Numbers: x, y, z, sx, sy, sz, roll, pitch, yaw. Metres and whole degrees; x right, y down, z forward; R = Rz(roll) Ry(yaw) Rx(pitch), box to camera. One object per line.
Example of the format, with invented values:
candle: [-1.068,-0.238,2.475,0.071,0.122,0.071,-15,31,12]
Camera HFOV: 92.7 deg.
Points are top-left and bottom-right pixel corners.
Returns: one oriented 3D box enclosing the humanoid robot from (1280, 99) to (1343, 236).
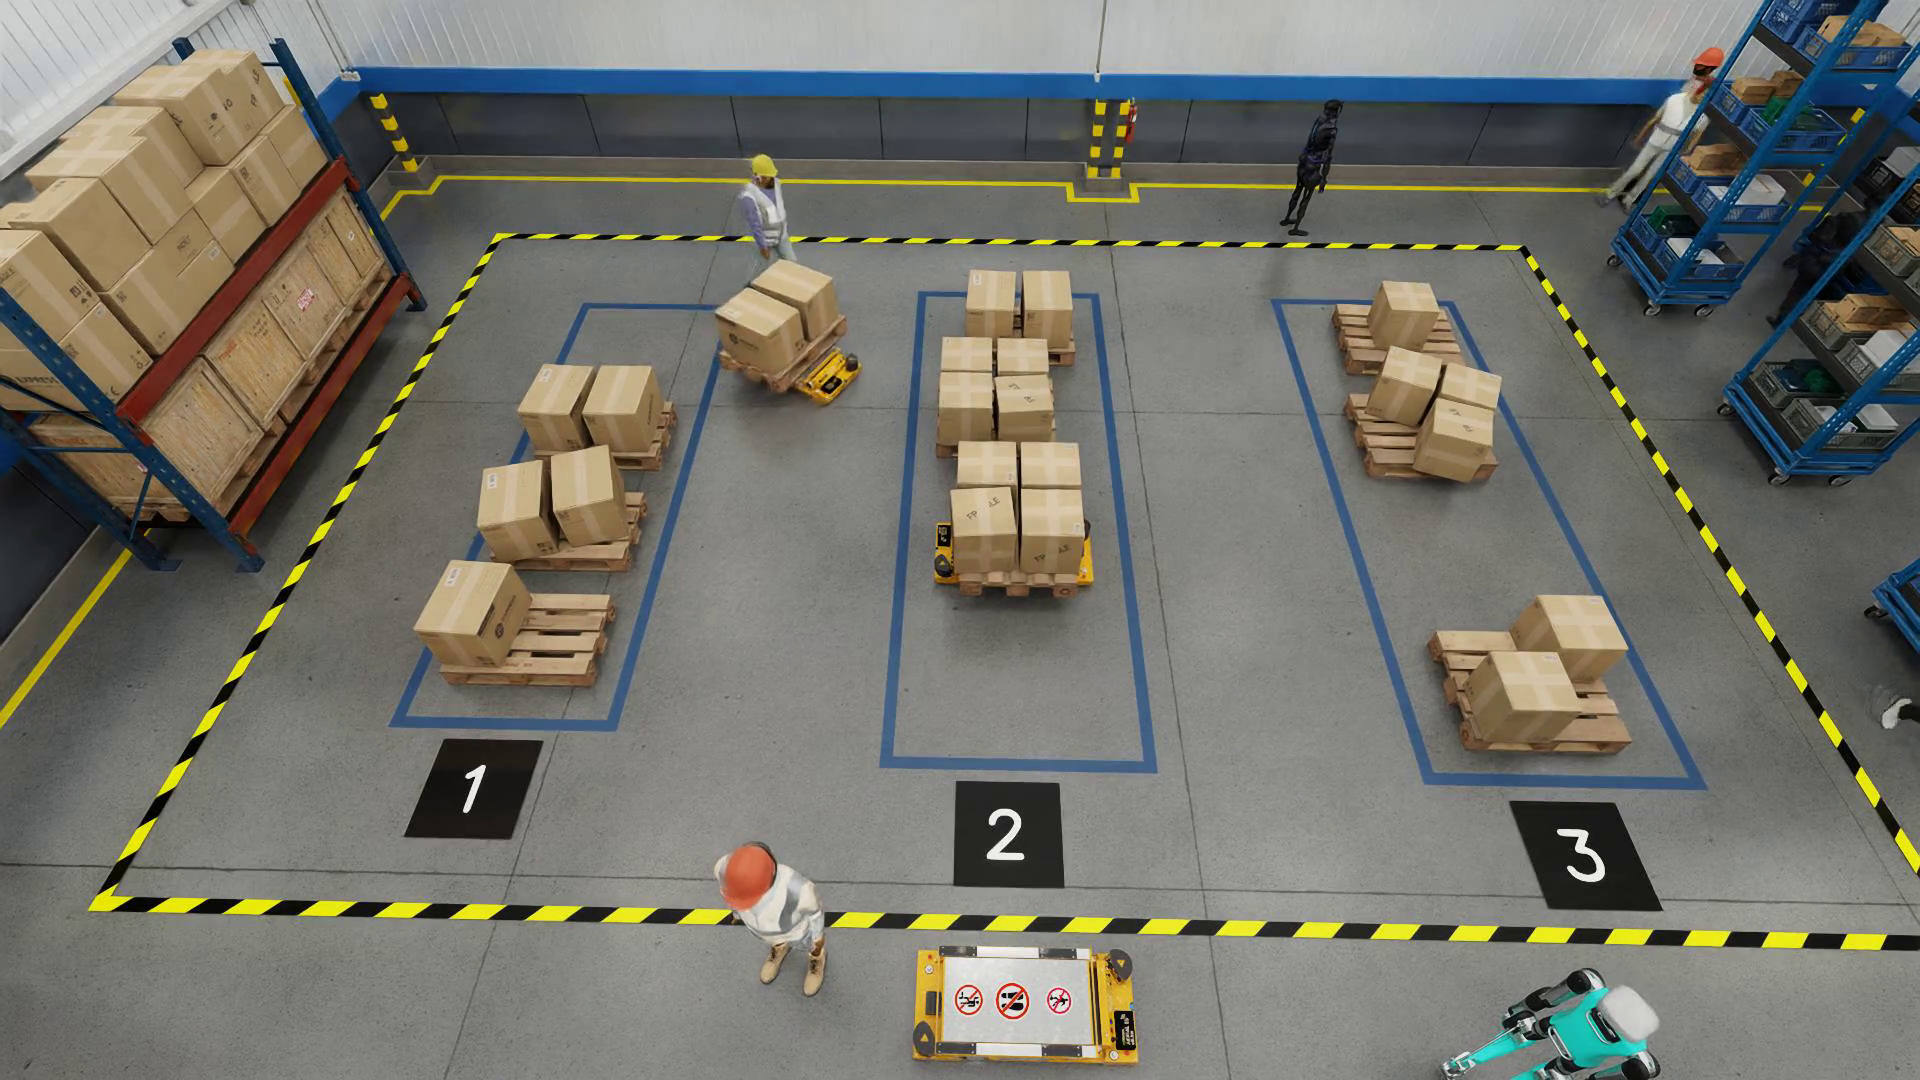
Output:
humanoid robot: [4.359,-4.611,11.325,0.315,1.659,0.599,-7,51,-6]

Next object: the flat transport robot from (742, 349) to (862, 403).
flat transport robot: [-1.858,-2.003,10.100,1.431,0.197,0.652,24,55,18]

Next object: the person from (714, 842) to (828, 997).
person: [-1.106,2.290,5.477,0.615,2.039,0.381,13,52,10]

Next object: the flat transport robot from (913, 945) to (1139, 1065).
flat transport robot: [0.422,3.041,6.007,1.431,0.231,0.659,1,51,1]

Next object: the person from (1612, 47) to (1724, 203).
person: [9.062,-5.271,11.706,0.359,1.938,0.544,11,52,9]

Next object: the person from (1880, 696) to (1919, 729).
person: [7.505,1.177,6.521,0.591,1.827,0.745,6,51,5]

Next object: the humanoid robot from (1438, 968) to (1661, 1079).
humanoid robot: [3.101,2.891,5.097,0.735,1.673,0.533,-11,52,-9]

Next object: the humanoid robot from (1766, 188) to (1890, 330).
humanoid robot: [9.535,-3.129,10.135,0.601,1.643,0.542,5,51,4]

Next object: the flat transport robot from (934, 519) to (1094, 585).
flat transport robot: [0.490,0.087,8.397,1.431,0.197,0.652,1,51,1]

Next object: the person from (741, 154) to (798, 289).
person: [-2.146,-3.476,10.333,0.869,1.797,0.592,30,57,22]

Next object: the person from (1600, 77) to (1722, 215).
person: [8.837,-4.932,11.513,0.592,1.806,0.465,21,54,17]
